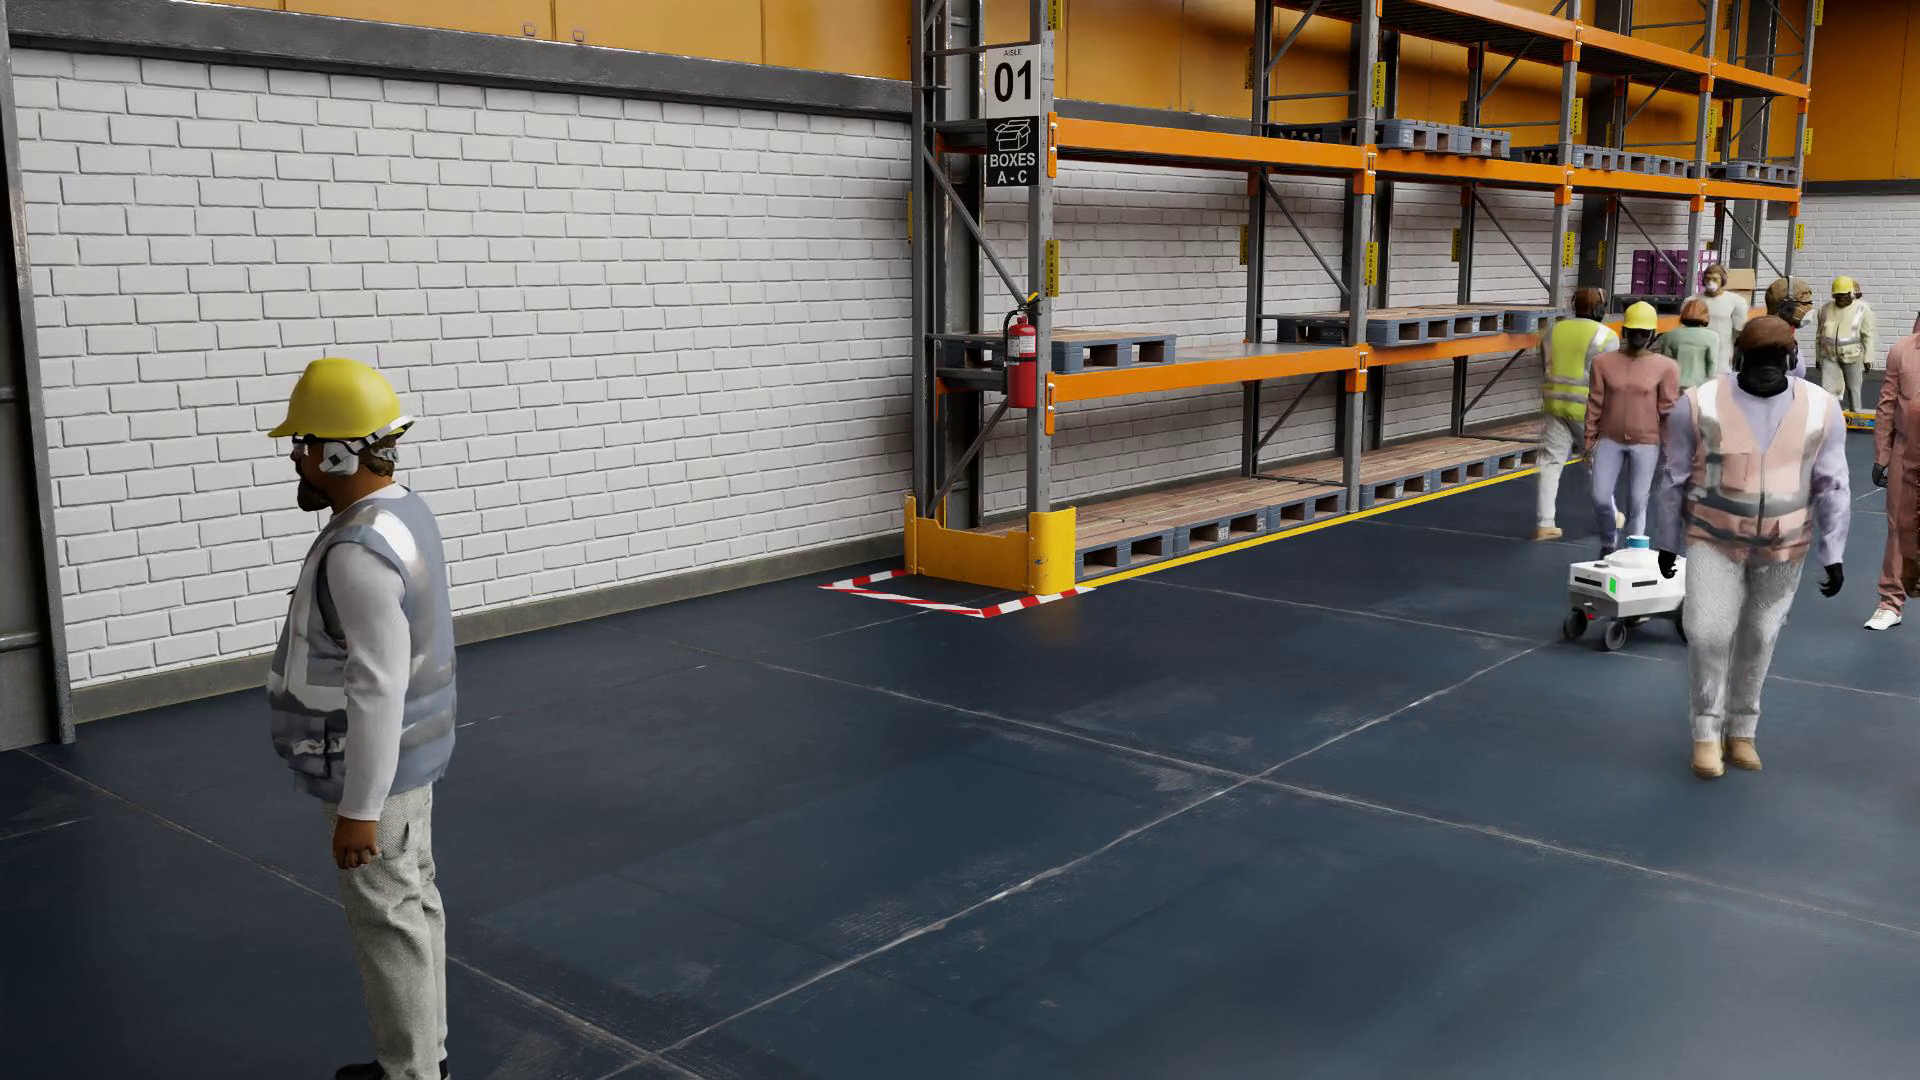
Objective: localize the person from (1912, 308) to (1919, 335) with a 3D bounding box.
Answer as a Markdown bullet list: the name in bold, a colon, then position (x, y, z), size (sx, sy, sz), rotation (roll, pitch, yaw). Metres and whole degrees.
- **person**: position (11.950, -2.386, 20.167), size (0.653, 1.873, 0.927), rotation (1, 10, 5)

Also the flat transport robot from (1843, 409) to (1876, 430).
- **flat transport robot**: position (10.501, -1.330, 18.688), size (1.431, 0.197, 0.652), rotation (8, 13, 40)

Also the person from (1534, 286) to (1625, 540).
- **person**: position (4.489, -0.911, 11.960), size (0.928, 1.798, 0.632), rotation (-8, 13, -40)

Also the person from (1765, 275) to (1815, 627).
- **person**: position (4.437, -0.483, 9.172), size (0.383, 1.932, 0.622), rotation (2, 10, 12)

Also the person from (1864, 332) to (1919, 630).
- **person**: position (5.226, -0.427, 8.898), size (0.642, 1.908, 0.409), rotation (8, 13, 39)

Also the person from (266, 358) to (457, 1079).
- **person**: position (-1.359, 0.501, 3.819), size (0.404, 1.830, 0.601), rotation (-2, 10, -11)

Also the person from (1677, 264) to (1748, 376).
- **person**: position (7.526, -1.815, 16.807), size (0.660, 1.897, 0.955), rotation (8, 13, 40)

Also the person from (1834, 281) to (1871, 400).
- **person**: position (12.140, -2.718, 22.714), size (0.498, 1.633, 0.280), rotation (0, 10, -1)

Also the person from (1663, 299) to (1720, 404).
- **person**: position (6.598, -1.367, 15.062), size (0.516, 1.620, 0.348), rotation (9, 13, 41)

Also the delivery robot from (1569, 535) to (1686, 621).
- **delivery robot**: position (3.575, 0.219, 8.795), size (0.707, 0.478, 0.477), rotation (-5, 11, -25)

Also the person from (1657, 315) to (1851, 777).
- **person**: position (3.093, 0.037, 6.504), size (0.652, 1.813, 0.586), rotation (2, 10, 11)

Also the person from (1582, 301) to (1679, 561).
- **person**: position (4.139, -0.596, 10.291), size (0.544, 1.750, 0.367), rotation (5, 11, 28)

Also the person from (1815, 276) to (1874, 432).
- **person**: position (9.909, -2.066, 18.634), size (0.627, 1.776, 0.953), rotation (10, 14, 43)

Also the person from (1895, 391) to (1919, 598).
- **person**: position (3.862, 0.020, 6.252), size (0.626, 1.951, 1.015), rotation (5, 11, 25)
